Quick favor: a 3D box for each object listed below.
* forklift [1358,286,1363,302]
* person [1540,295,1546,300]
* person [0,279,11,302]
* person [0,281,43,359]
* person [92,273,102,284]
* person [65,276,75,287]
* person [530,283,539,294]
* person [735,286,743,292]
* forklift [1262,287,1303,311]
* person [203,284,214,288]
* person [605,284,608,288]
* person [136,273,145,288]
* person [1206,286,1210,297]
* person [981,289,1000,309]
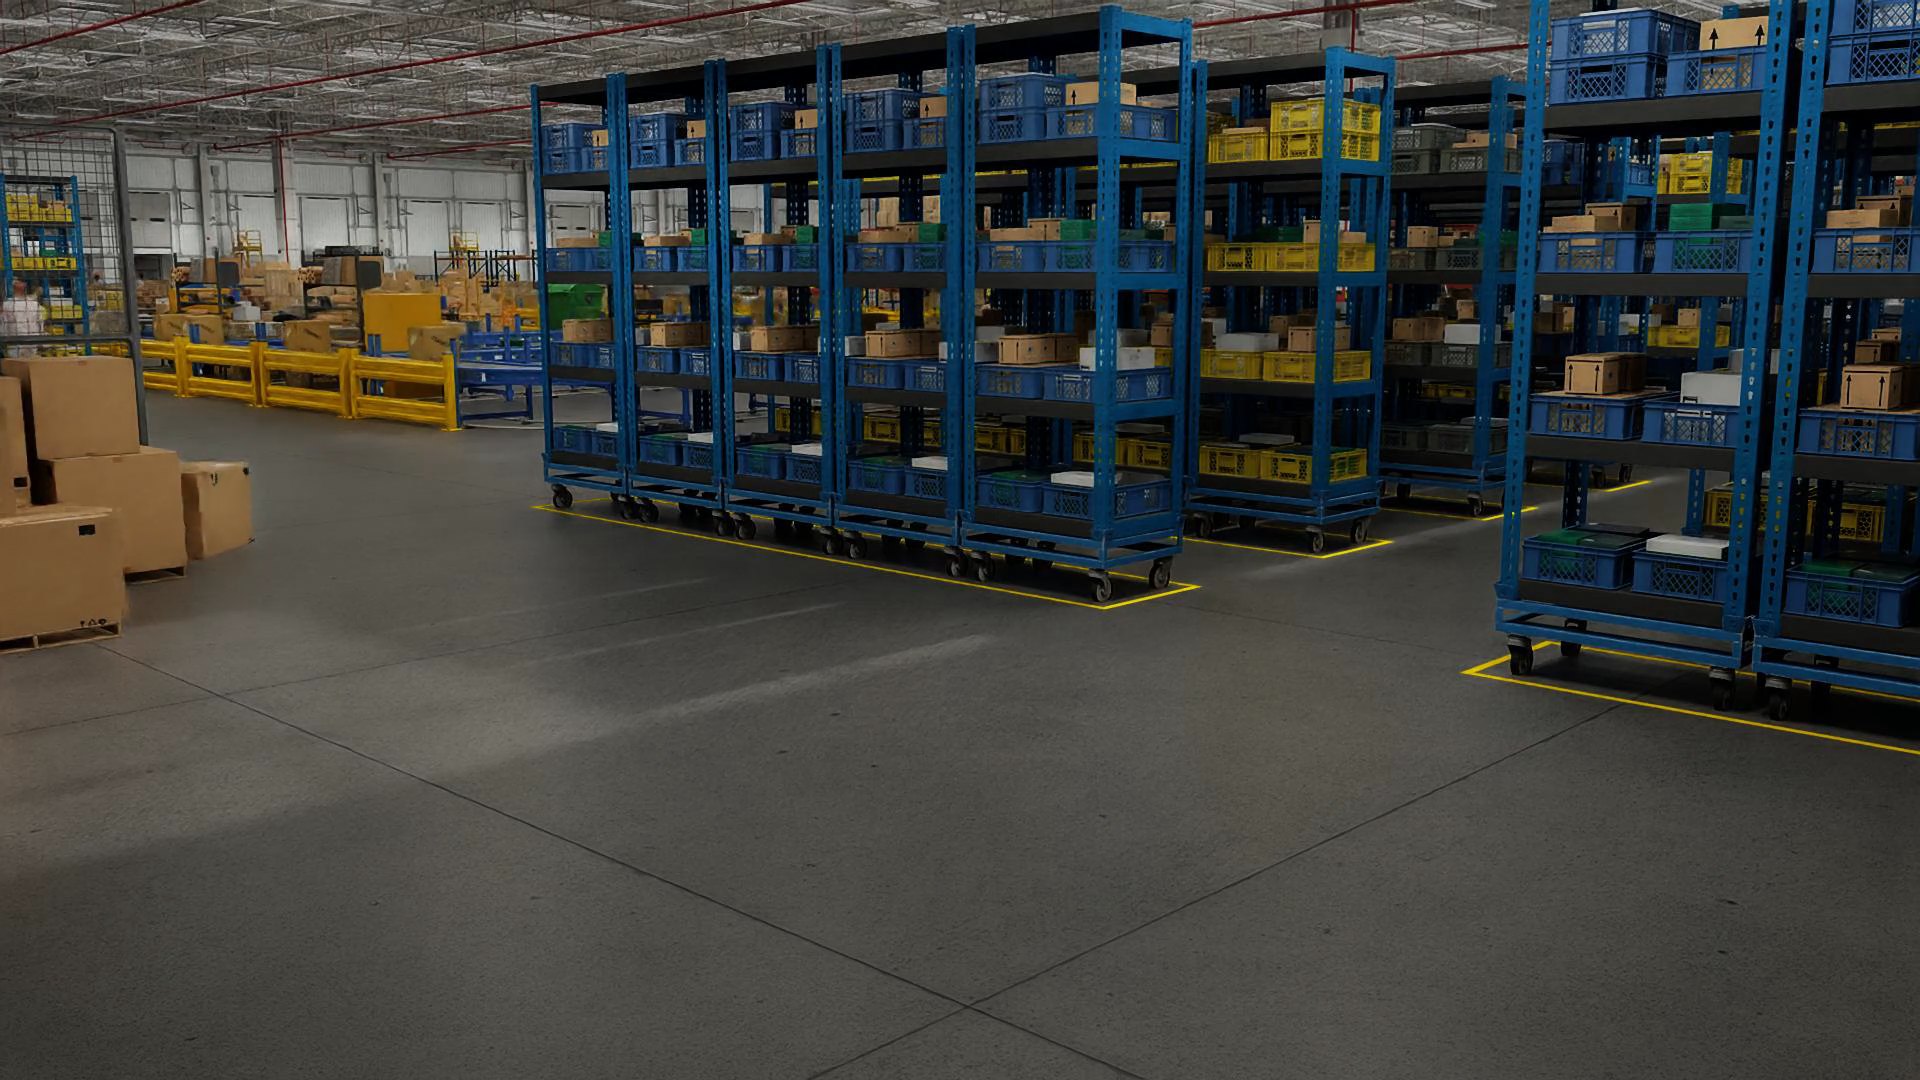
[{"bbox_3d":[11.100,-7.017,46.970,1.873,2.768,1.129,9,13,43],"label":"forklift"},{"bbox_3d":[16.541,-6.558,47.563,0.311,1.768,0.524,-7,12,-39],"label":"person"},{"bbox_3d":[-29.550,-7.319,51.754,0.597,1.919,0.378,-8,13,-42],"label":"person"},{"bbox_3d":[-14.671,-3.104,26.010,0.473,1.889,0.665,7,11,35],"label":"person"},{"bbox_3d":[-37.659,-10.728,72.770,0.647,1.890,0.631,-5,10,-27],"label":"person"},{"bbox_3d":[-45.000,-12.645,84.227,0.615,1.976,0.669,-1,9,-4],"label":"person"},{"bbox_3d":[-14.645,-8.072,57.381,0.817,1.593,0.505,8,12,42],"label":"person"},{"bbox_3d":[-9.284,-10.180,69.238,0.543,1.939,0.361,8,13,42],"label":"person"},{"bbox_3d":[10.769,-8.203,54.240,1.129,2.768,1.873,8,12,42],"label":"forklift"},{"bbox_3d":[-32.790,-10.689,72.587,0.309,1.864,0.535,6,11,34],"label":"person"},{"bbox_3d":[-16.165,-11.294,76.284,0.329,1.872,0.510,-3,10,-16],"label":"person"},{"bbox_3d":[-35.001,-10.409,70.850,1.019,1.889,0.673,-7,11,-36],"label":"person"},{"bbox_3d":[7.341,-6.820,48.798,0.585,1.878,0.982,-6,11,-34],"label":"person"},{"bbox_3d":[0.578,-3.607,29.467,0.534,1.767,0.314,4,10,25],"label":"person"}]
